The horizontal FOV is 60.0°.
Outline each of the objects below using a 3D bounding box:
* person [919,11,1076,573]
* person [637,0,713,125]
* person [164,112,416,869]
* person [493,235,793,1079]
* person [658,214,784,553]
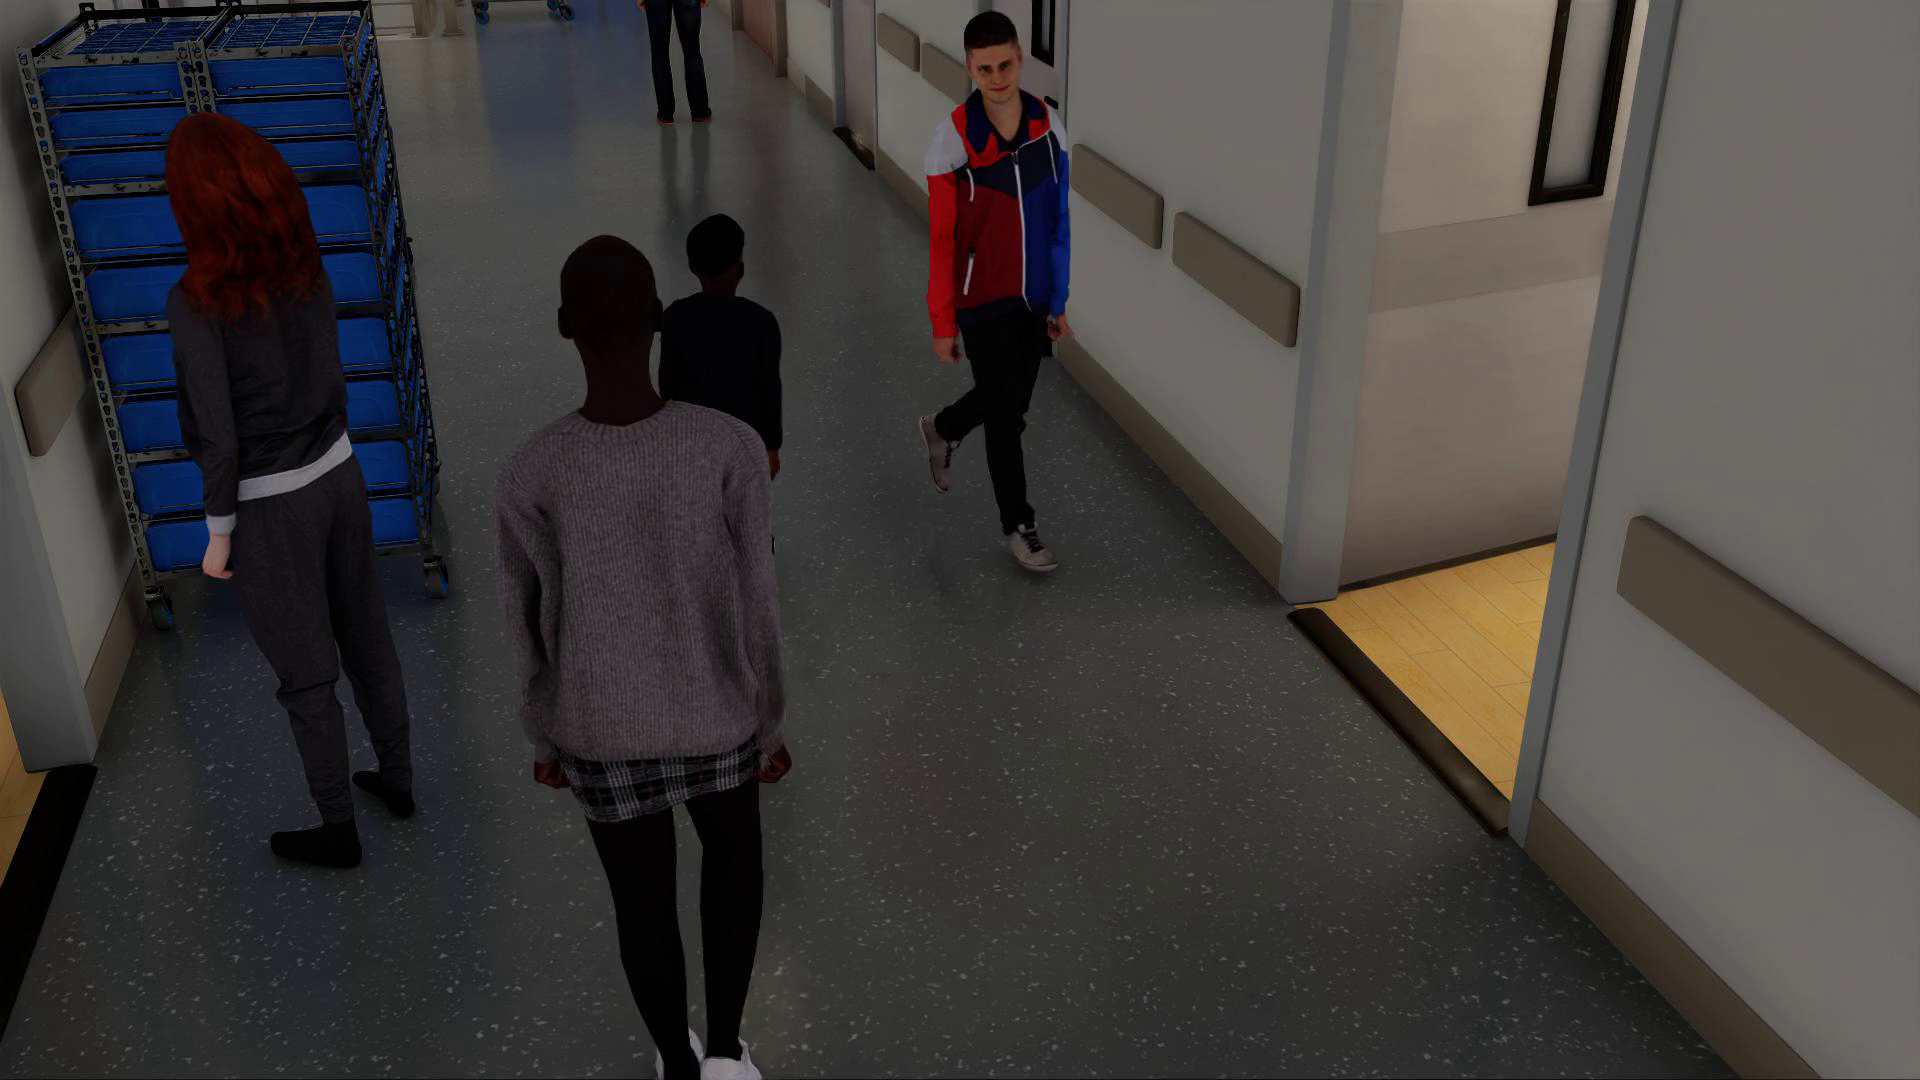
[{"bbox_3d":[0.072,-0.782,5.304,0.845,1.728,1.117,-16,30,-30],"label":"person"},{"bbox_3d":[-2.006,-3.839,11.537,0.683,1.819,0.592,-3,26,-7],"label":"person"},{"bbox_3d":[-1.508,-0.068,3.761,0.711,1.782,0.630,11,28,22],"label":"person"},{"bbox_3d":[-0.514,0.366,2.879,0.633,1.766,0.642,-5,26,-11],"label":"person"},{"bbox_3d":[-0.699,-0.286,4.831,0.664,1.244,0.897,0,26,-1],"label":"person"}]
